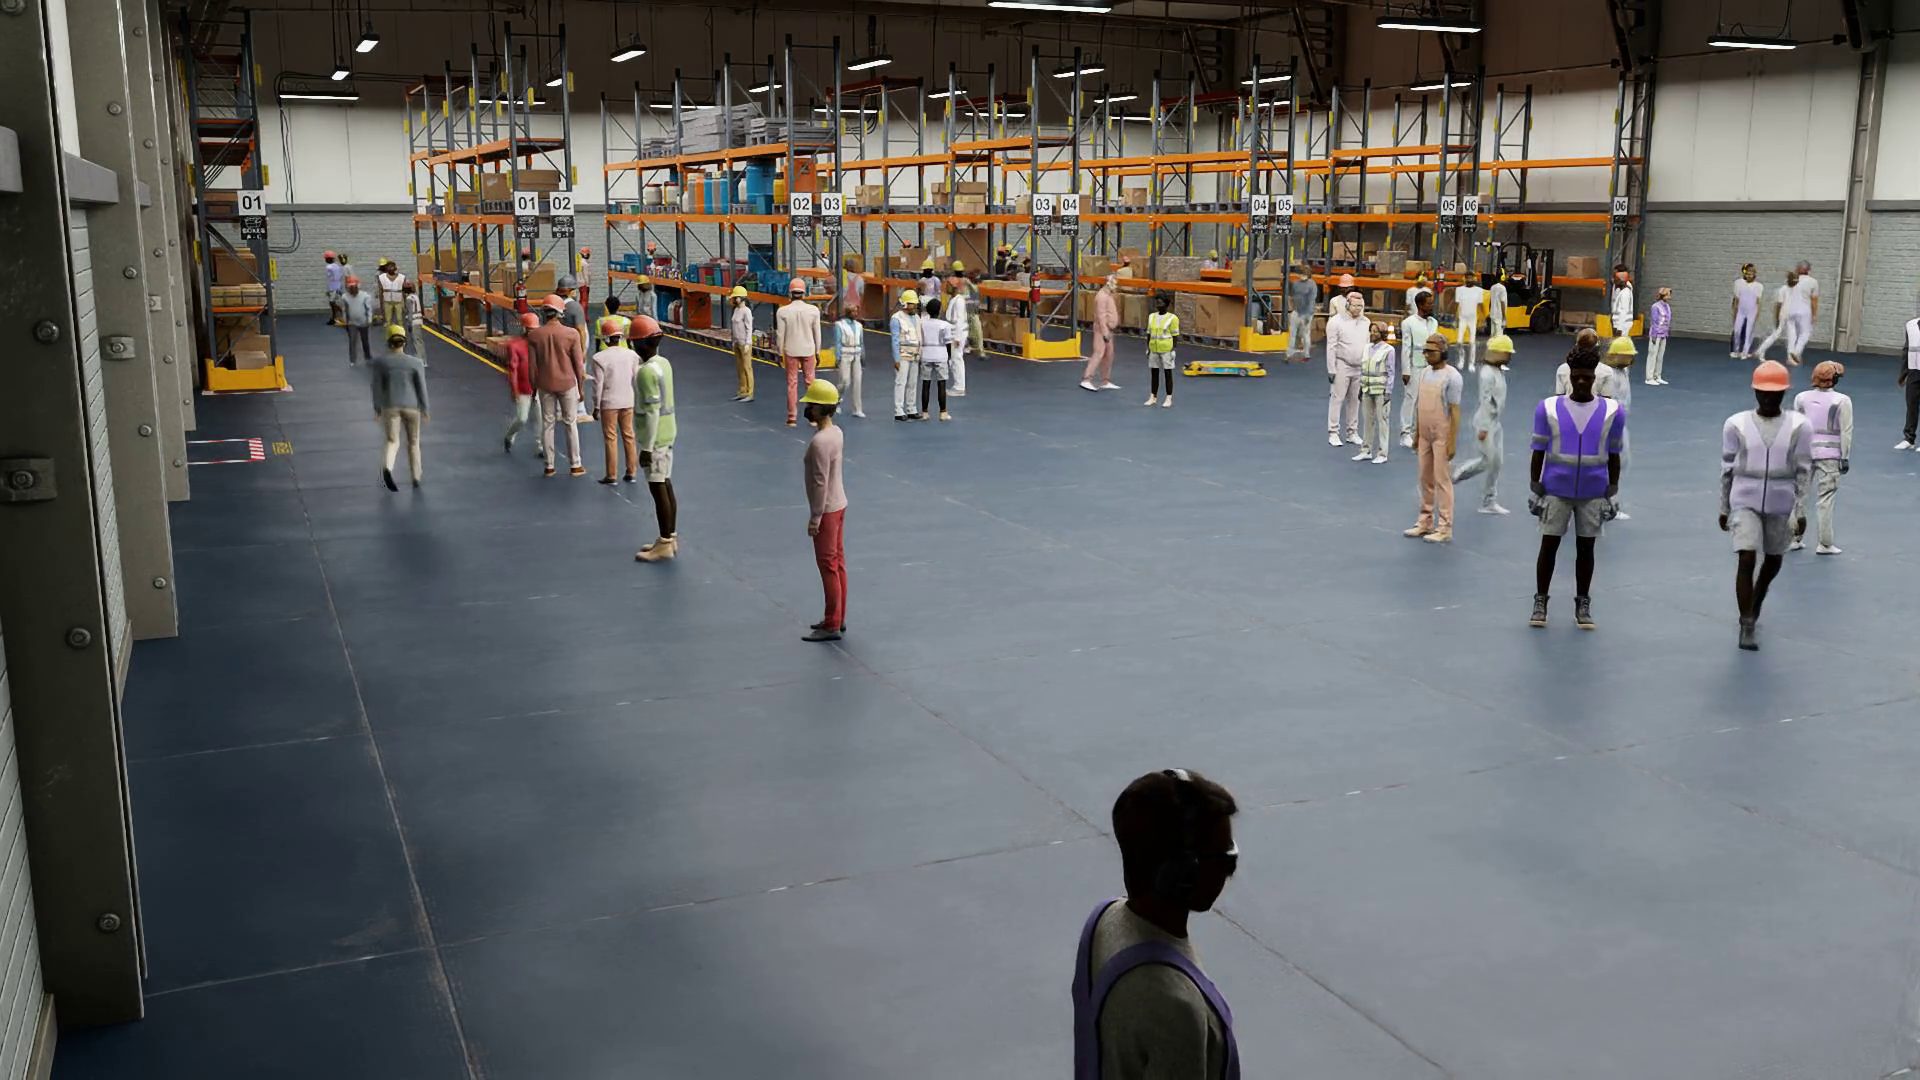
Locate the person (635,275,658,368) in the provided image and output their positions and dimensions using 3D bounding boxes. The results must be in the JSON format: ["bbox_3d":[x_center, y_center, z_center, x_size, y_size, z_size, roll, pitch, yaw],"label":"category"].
[{"bbox_3d":[-5.817,-4.034,30.812,0.495,1.737,0.311,7,13,30],"label":"person"}]

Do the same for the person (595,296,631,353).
[{"bbox_3d":[-5.083,-2.746,24.452,0.538,1.667,0.780,-3,12,-15],"label":"person"}]

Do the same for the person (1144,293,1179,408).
[{"bbox_3d":[2.992,-2.814,24.705,0.529,1.697,0.321,9,14,37],"label":"person"}]

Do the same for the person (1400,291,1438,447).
[{"bbox_3d":[5.673,-2.116,20.588,0.597,1.919,0.379,-8,14,-37],"label":"person"}]

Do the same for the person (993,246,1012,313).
[{"bbox_3d":[1.064,-6.746,43.911,0.632,2.003,0.507,1,11,5],"label":"person"}]

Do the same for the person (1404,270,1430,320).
[{"bbox_3d":[8.361,-4.026,30.510,0.583,1.840,0.646,-4,12,-20],"label":"person"}]

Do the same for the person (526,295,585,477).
[{"bbox_3d":[-4.408,-1.681,18.211,0.608,1.987,0.391,-1,11,-3],"label":"person"}]

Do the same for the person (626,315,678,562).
[{"bbox_3d":[-2.552,-0.835,13.775,0.395,2.040,0.609,1,11,3],"label":"person"}]

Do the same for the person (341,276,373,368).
[{"bbox_3d":[-11.344,-4.128,31.361,0.564,1.713,0.887,-2,11,-10],"label":"person"}]

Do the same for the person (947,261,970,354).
[{"bbox_3d":[0.015,-4.775,34.205,0.654,1.895,0.664,10,15,42],"label":"person"}]

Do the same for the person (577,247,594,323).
[{"bbox_3d":[-9.839,-6.692,43.694,0.416,1.985,0.611,-6,13,-28],"label":"person"}]

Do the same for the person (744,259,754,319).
[{"bbox_3d":[-5.770,-6.796,45.104,0.270,1.632,0.508,-8,14,-36],"label":"person"}]

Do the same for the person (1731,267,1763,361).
[{"bbox_3d":[15.361,-4.417,32.510,0.517,1.829,0.479,8,13,34],"label":"person"}]

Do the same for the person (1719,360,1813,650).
[{"bbox_3d":[5.395,-0.262,11.195,0.552,1.918,0.820,4,12,20],"label":"person"}]

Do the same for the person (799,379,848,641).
[{"bbox_3d":[-0.921,-0.201,11.247,0.303,1.772,0.525,1,11,7],"label":"person"}]

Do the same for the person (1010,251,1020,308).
[{"bbox_3d":[1.651,-7.754,49.663,0.350,1.758,0.576,-6,13,-27],"label":"person"}]

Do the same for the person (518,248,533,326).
[{"bbox_3d":[-10.947,-6.358,41.964,0.625,2.003,1.019,-7,13,-30],"label":"person"}]

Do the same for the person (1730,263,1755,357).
[{"bbox_3d":[15.710,-4.594,33.302,0.521,1.877,0.325,-4,12,-19],"label":"person"}]

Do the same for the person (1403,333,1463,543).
[{"bbox_3d":[4.174,-0.895,14.610,0.340,1.838,0.508,-5,12,-22],"label":"person"}]

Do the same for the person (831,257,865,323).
[{"bbox_3d":[-2.234,-4.671,33.271,0.703,2.000,0.754,-7,13,-31],"label":"person"}]

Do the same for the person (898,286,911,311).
[{"bbox_3d":[-1.499,-7.396,48.236,0.819,1.602,0.501,10,15,40],"label":"person"}]

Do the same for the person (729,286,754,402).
[{"bbox_3d":[-3.346,-2.993,25.445,0.310,1.769,0.523,-7,13,-32],"label":"person"}]

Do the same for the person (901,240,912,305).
[{"bbox_3d":[-1.650,-8.317,51.791,0.396,2.042,0.611,5,12,25],"label":"person"}]

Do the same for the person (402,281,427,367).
[{"bbox_3d":[-10.135,-3.984,30.848,0.323,1.628,0.528,-1,11,-5],"label":"person"}]

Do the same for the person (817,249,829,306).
[{"bbox_3d":[-4.201,-8.146,51.668,0.560,1.750,0.328,7,13,30],"label":"person"}]

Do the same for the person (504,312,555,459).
[{"bbox_3d":[-5.088,-1.811,19.534,0.674,1.726,0.562,11,15,43],"label":"person"}]

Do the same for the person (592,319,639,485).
[{"bbox_3d":[-3.675,-1.470,17.722,0.563,1.755,0.320,-11,15,-43],"label":"person"}]

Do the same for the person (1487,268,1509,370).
[{"bbox_3d":[9.934,-4.072,30.657,0.327,1.874,0.520,-2,11,-10],"label":"person"}]

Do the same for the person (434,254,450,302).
[{"bbox_3d":[-14.429,-7.105,46.419,0.858,1.722,0.544,9,14,39],"label":"person"}]

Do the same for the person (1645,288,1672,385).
[{"bbox_3d":[11.761,-3.422,27.977,0.513,1.633,0.311,-10,15,-41],"label":"person"}]

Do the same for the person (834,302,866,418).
[{"bbox_3d":[-1.550,-2.542,23.487,0.469,1.622,0.545,10,15,41],"label":"person"}]

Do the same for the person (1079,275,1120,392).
[{"bbox_3d":[2.294,-3.351,27.018,0.544,1.873,0.851,3,12,17],"label":"person"}]
